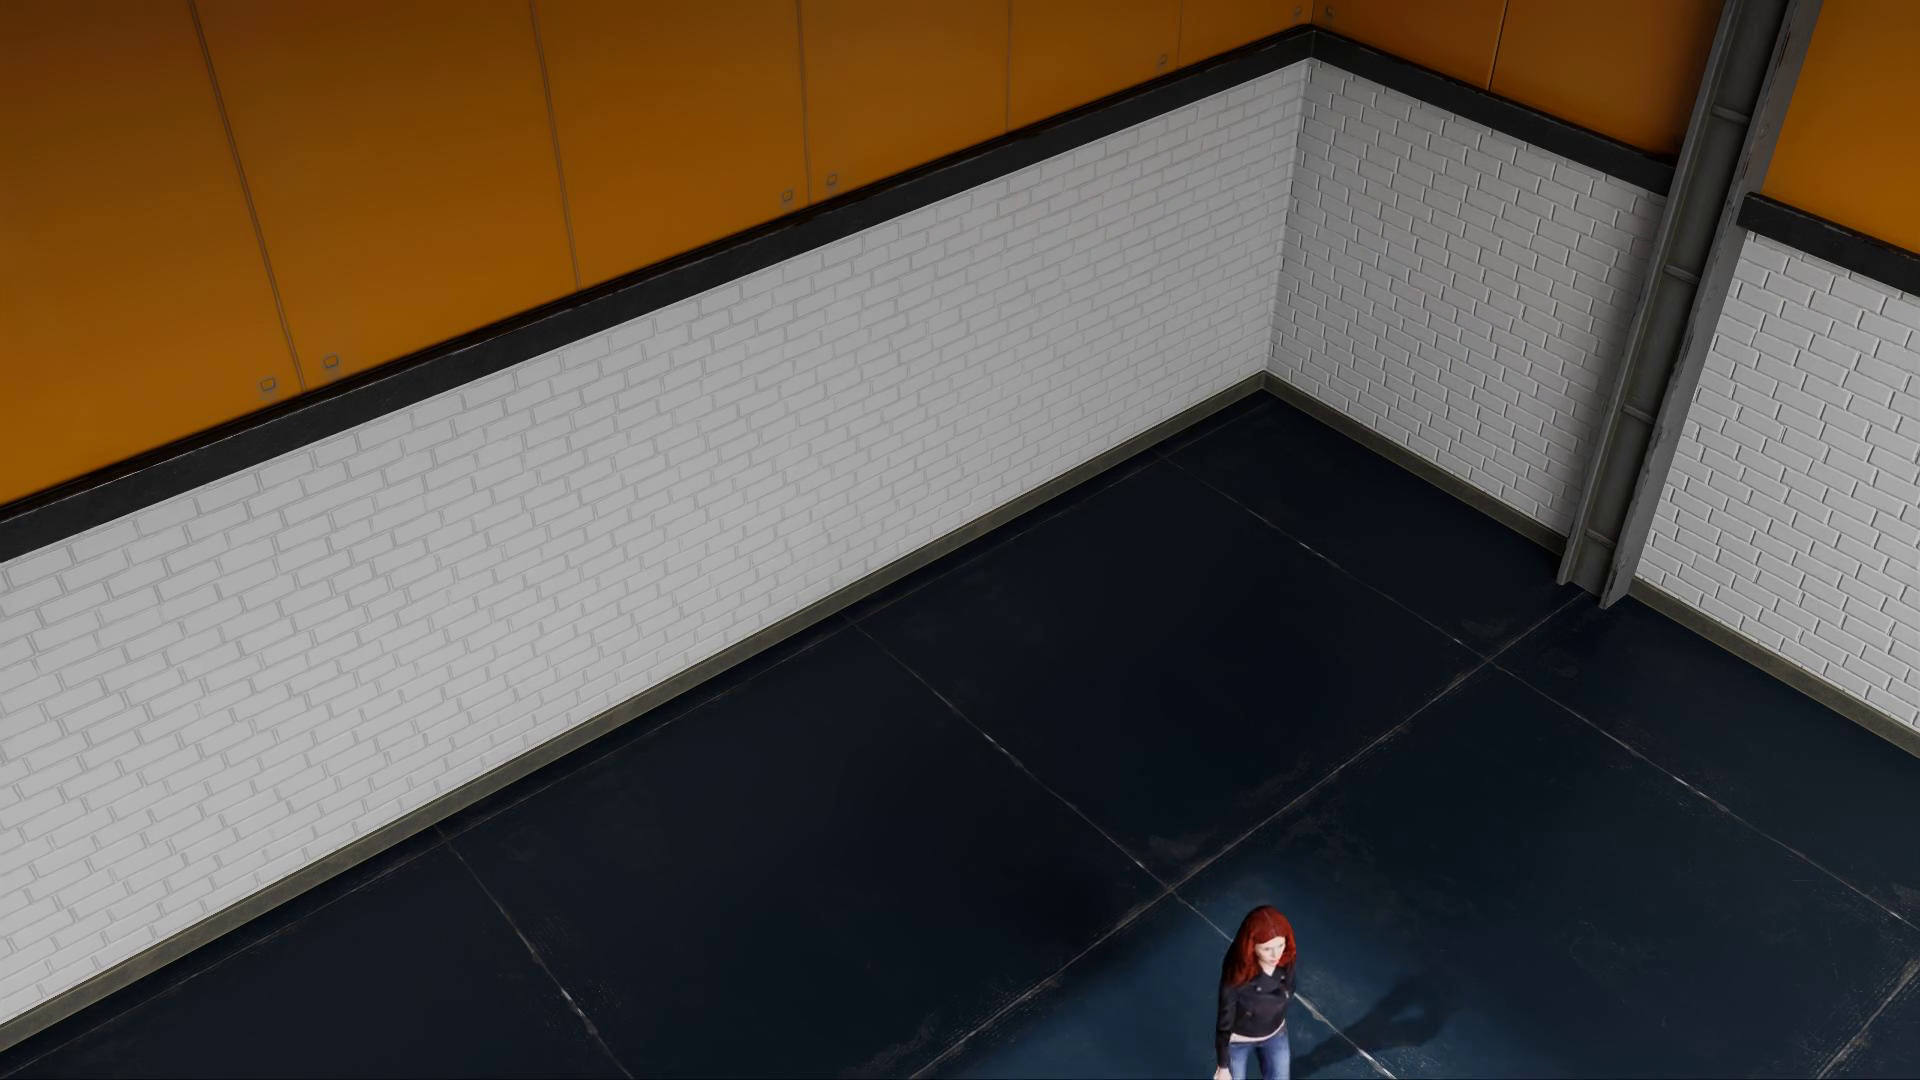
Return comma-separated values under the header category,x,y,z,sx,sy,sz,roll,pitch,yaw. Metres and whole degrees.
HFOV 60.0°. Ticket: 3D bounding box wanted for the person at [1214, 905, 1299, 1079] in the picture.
category,x,y,z,sx,sy,sz,roll,pitch,yaw
person,1.300,2.267,7.742,0.686,1.771,0.752,-13,40,-16
